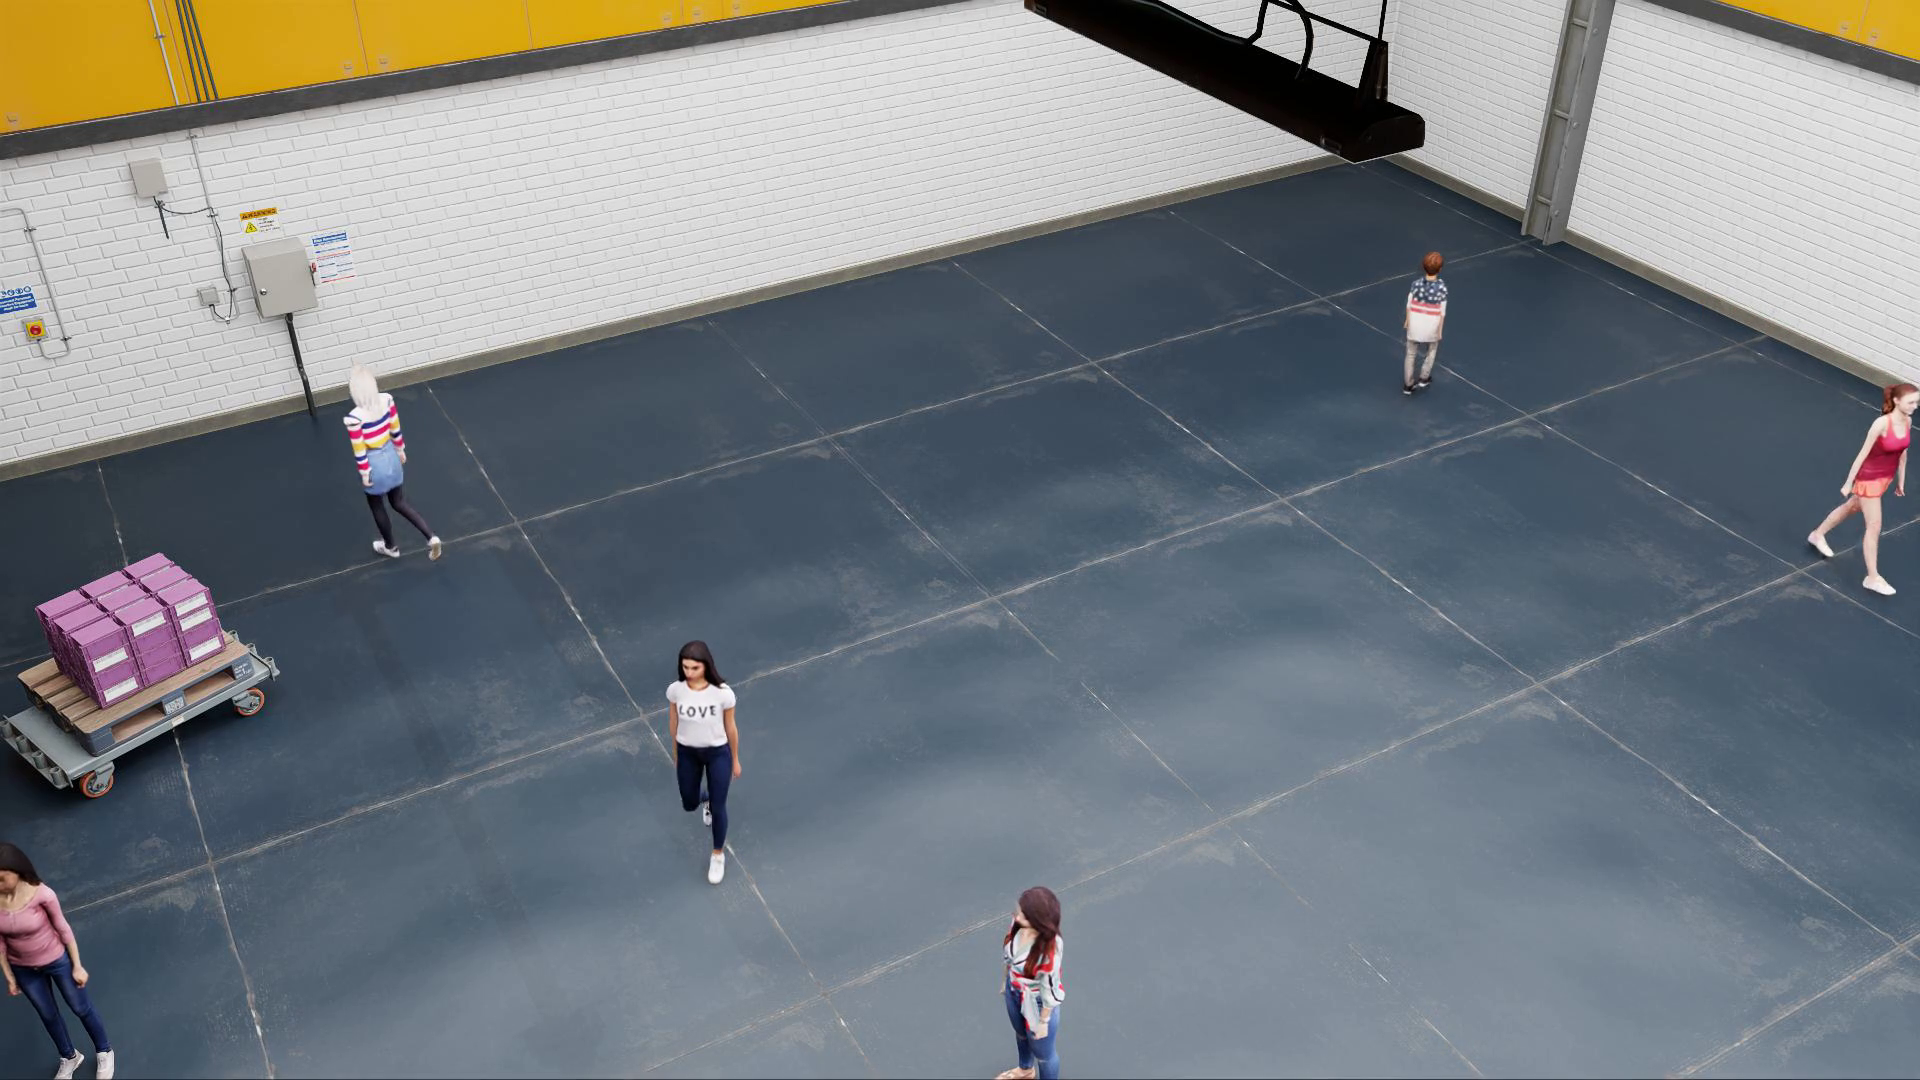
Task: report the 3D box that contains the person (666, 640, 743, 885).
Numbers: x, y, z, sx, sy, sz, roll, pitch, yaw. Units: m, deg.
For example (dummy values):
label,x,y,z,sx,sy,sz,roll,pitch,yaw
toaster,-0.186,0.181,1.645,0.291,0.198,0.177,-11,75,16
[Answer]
label,x,y,z,sx,sy,sz,roll,pitch,yaw
person,-1.591,1.327,10.510,0.856,1.760,0.972,2,34,3

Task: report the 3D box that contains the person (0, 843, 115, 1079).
label,x,y,z,sx,sy,sz,roll,pitch,yaw
person,-4.984,2.303,9.059,0.648,1.742,0.642,-3,34,-4

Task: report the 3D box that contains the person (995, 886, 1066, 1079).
label,x,y,z,sx,sy,sz,roll,pitch,yaw
person,0.397,2.455,8.946,0.643,1.613,0.434,-18,38,-25

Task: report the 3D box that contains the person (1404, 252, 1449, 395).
label,x,y,z,sx,sy,sz,roll,pitch,yaw
person,4.419,-2.046,15.884,0.689,1.430,0.745,16,37,22

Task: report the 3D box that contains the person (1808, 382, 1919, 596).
label,x,y,z,sx,sy,sz,roll,pitch,yaw
person,7.248,-0.501,13.311,0.638,1.704,1.142,-14,36,-20

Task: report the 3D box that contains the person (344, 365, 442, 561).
label,x,y,z,sx,sy,sz,roll,pitch,yaw
person,-4.579,-0.564,13.329,1.116,1.790,0.958,18,38,25
